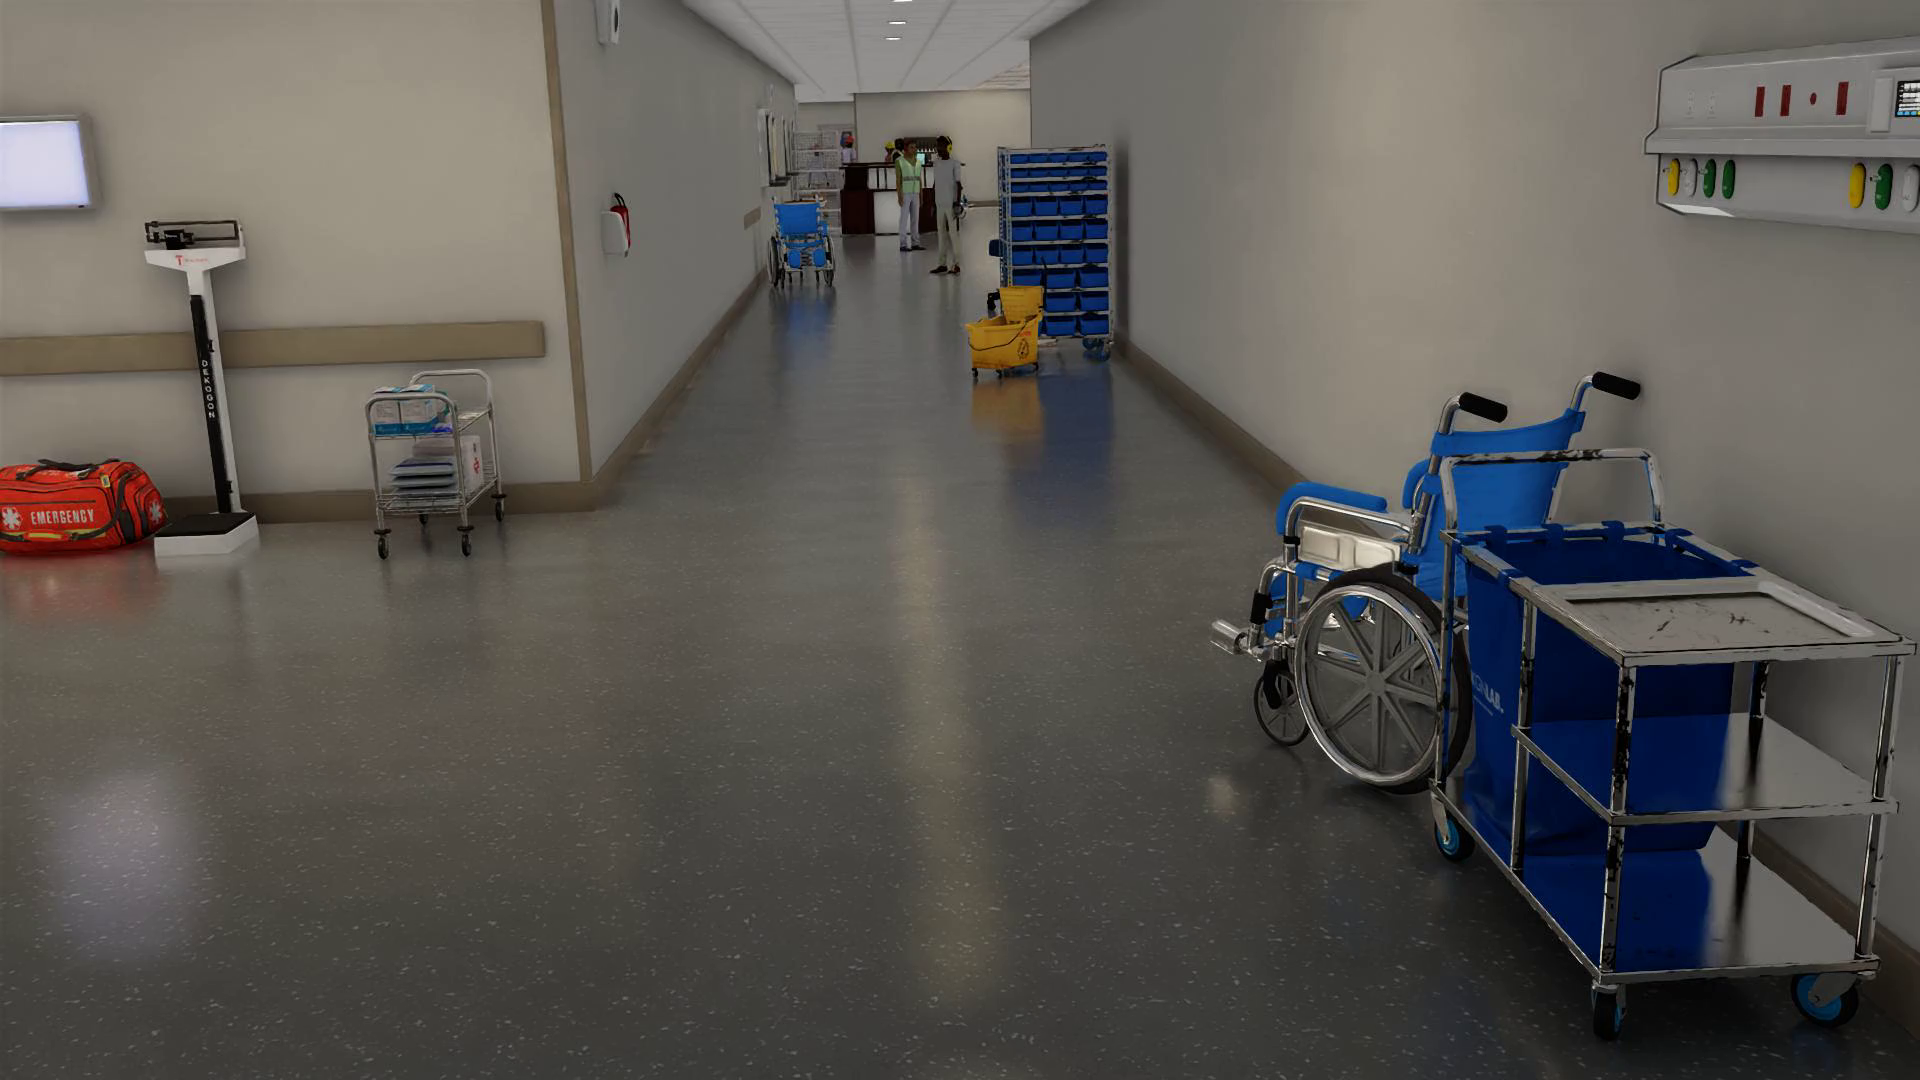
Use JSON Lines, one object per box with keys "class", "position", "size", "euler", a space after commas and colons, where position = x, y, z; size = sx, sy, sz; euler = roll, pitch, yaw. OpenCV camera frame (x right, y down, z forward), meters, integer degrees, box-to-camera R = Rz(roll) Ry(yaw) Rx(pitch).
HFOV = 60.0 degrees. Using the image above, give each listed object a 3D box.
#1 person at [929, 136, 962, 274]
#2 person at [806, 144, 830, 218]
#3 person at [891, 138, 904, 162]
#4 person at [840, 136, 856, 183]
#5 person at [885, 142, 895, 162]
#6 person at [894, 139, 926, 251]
{"class": "person", "position": [-0.199, -4.596, 22.853], "size": [0.514, 1.872, 0.328], "euler": [9, 18, 38]}
{"class": "person", "position": [-3.438, -8.715, 40.398], "size": [0.563, 1.755, 0.320], "euler": [-2, 14, -3]}
{"class": "person", "position": [-1.403, -8.595, 39.488], "size": [0.429, 1.846, 0.625], "euler": [-1, 14, 3]}
{"class": "person", "position": [-3.094, -10.412, 46.956], "size": [0.552, 1.937, 0.356], "euler": [7, 16, 30]}
{"class": "person", "position": [-1.653, -8.679, 40.018], "size": [0.306, 1.772, 0.525], "euler": [-6, 14, -17]}
{"class": "person", "position": [-0.848, -5.739, 27.706], "size": [0.562, 1.838, 0.387], "euler": [-14, 19, -42]}
